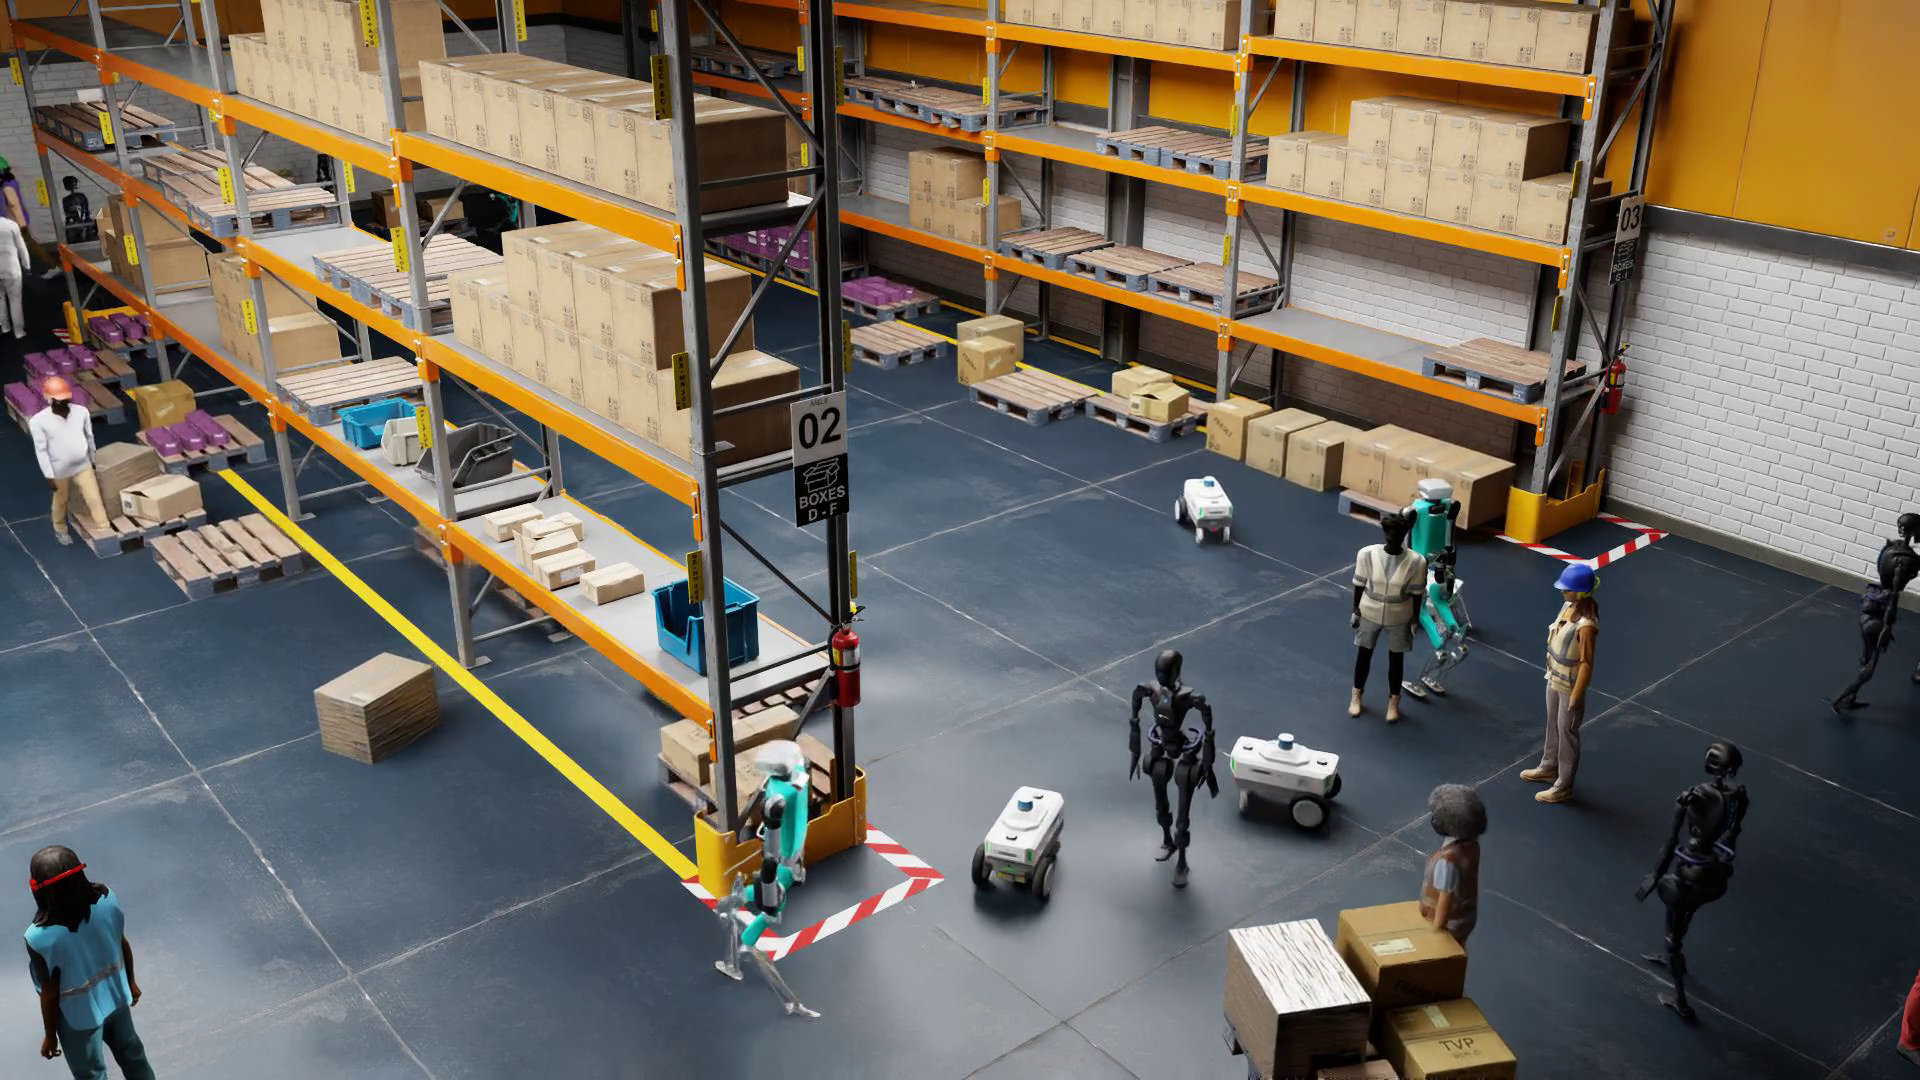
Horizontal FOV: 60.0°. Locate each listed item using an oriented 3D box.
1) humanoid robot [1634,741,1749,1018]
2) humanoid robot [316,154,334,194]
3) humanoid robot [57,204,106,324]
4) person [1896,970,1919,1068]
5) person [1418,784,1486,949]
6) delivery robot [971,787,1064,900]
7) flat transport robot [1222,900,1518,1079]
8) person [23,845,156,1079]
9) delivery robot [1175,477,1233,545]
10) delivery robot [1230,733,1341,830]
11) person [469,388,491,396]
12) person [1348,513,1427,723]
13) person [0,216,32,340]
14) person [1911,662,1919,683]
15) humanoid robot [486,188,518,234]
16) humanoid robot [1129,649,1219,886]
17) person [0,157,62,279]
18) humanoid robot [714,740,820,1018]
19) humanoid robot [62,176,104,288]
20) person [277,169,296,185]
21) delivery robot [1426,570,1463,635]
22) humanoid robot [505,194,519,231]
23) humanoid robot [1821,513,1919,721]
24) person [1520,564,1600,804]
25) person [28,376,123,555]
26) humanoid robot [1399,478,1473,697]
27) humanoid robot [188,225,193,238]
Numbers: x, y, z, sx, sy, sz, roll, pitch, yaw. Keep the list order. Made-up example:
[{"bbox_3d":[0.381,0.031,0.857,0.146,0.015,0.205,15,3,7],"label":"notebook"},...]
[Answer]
[{"bbox_3d":[4.174,1.897,9.516,0.619,1.639,0.604,-9,25,-20],"label":"humanoid robot"},{"bbox_3d":[-10.292,-5.749,27.251,0.599,1.626,0.814,11,26,24],"label":"humanoid robot"},{"bbox_3d":[-11.996,-3.734,22.594,0.599,1.647,0.769,21,31,40],"label":"humanoid robot"},{"bbox_3d":[5.422,2.057,8.993,0.309,1.768,0.521,20,31,39],"label":"person"},{"bbox_3d":[2.577,2.059,9.100,0.500,1.674,0.509,20,30,38],"label":"person"},{"bbox_3d":[0.409,1.932,10.795,0.511,0.584,0.755,9,25,19],"label":"delivery robot"},{"bbox_3d":[2.126,2.965,8.777,0.659,0.231,1.431,-5,24,-11],"label":"flat transport robot"},{"bbox_3d":[-4.298,2.327,8.241,0.380,1.865,0.537,11,26,23],"label":"person"},{"bbox_3d":[2.382,-0.315,16.032,0.499,0.611,0.815,-2,23,-4],"label":"delivery robot"},{"bbox_3d":[2.267,1.642,11.502,0.784,0.612,0.524,9,25,21],"label":"delivery robot"},{"bbox_3d":[-5.513,-2.527,19.632,0.725,1.747,0.500,6,24,13],"label":"person"},{"bbox_3d":[3.202,0.573,12.523,0.533,1.691,0.320,8,25,18],"label":"person"},{"bbox_3d":[-12.637,-3.610,21.970,0.663,1.879,0.724,-8,25,-18],"label":"person"},{"bbox_3d":[7.803,0.262,12.960,0.547,1.923,0.385,15,27,31],"label":"person"},{"bbox_3d":[-7.384,-5.756,27.119,0.956,1.734,0.555,5,24,11],"label":"humanoid robot"},{"bbox_3d":[1.365,1.404,10.630,0.612,1.628,0.551,11,25,23],"label":"humanoid robot"},{"bbox_3d":[-13.968,-4.727,24.555,1.014,1.883,0.548,-13,27,-28],"label":"person"},{"bbox_3d":[-1.231,1.897,9.439,0.928,1.780,0.542,7,24,16],"label":"humanoid robot"},{"bbox_3d":[-12.905,-4.491,24.302,0.727,1.632,0.601,3,24,6],"label":"humanoid robot"},{"bbox_3d":[-9.665,-4.436,23.937,0.881,1.834,0.601,4,24,9],"label":"person"},{"bbox_3d":[3.882,0.466,14.219,0.805,0.606,0.499,14,27,30],"label":"delivery robot"},{"bbox_3d":[-7.179,-5.537,26.637,0.932,1.774,0.552,15,27,30],"label":"humanoid robot"},{"bbox_3d":[6.907,0.560,12.580,0.461,1.647,0.607,10,25,21],"label":"humanoid robot"},{"bbox_3d":[4.163,0.979,11.473,0.322,1.775,0.479,0,23,-1],"label":"person"},{"bbox_3d":[-8.292,-0.711,15.469,0.892,1.707,0.562,19,30,37],"label":"person"},{"bbox_3d":[3.680,0.419,12.720,0.530,1.713,0.710,-11,26,-24],"label":"humanoid robot"},{"bbox_3d":[-10.727,-3.975,23.102,0.695,1.634,0.585,2,23,4],"label":"humanoid robot"}]
